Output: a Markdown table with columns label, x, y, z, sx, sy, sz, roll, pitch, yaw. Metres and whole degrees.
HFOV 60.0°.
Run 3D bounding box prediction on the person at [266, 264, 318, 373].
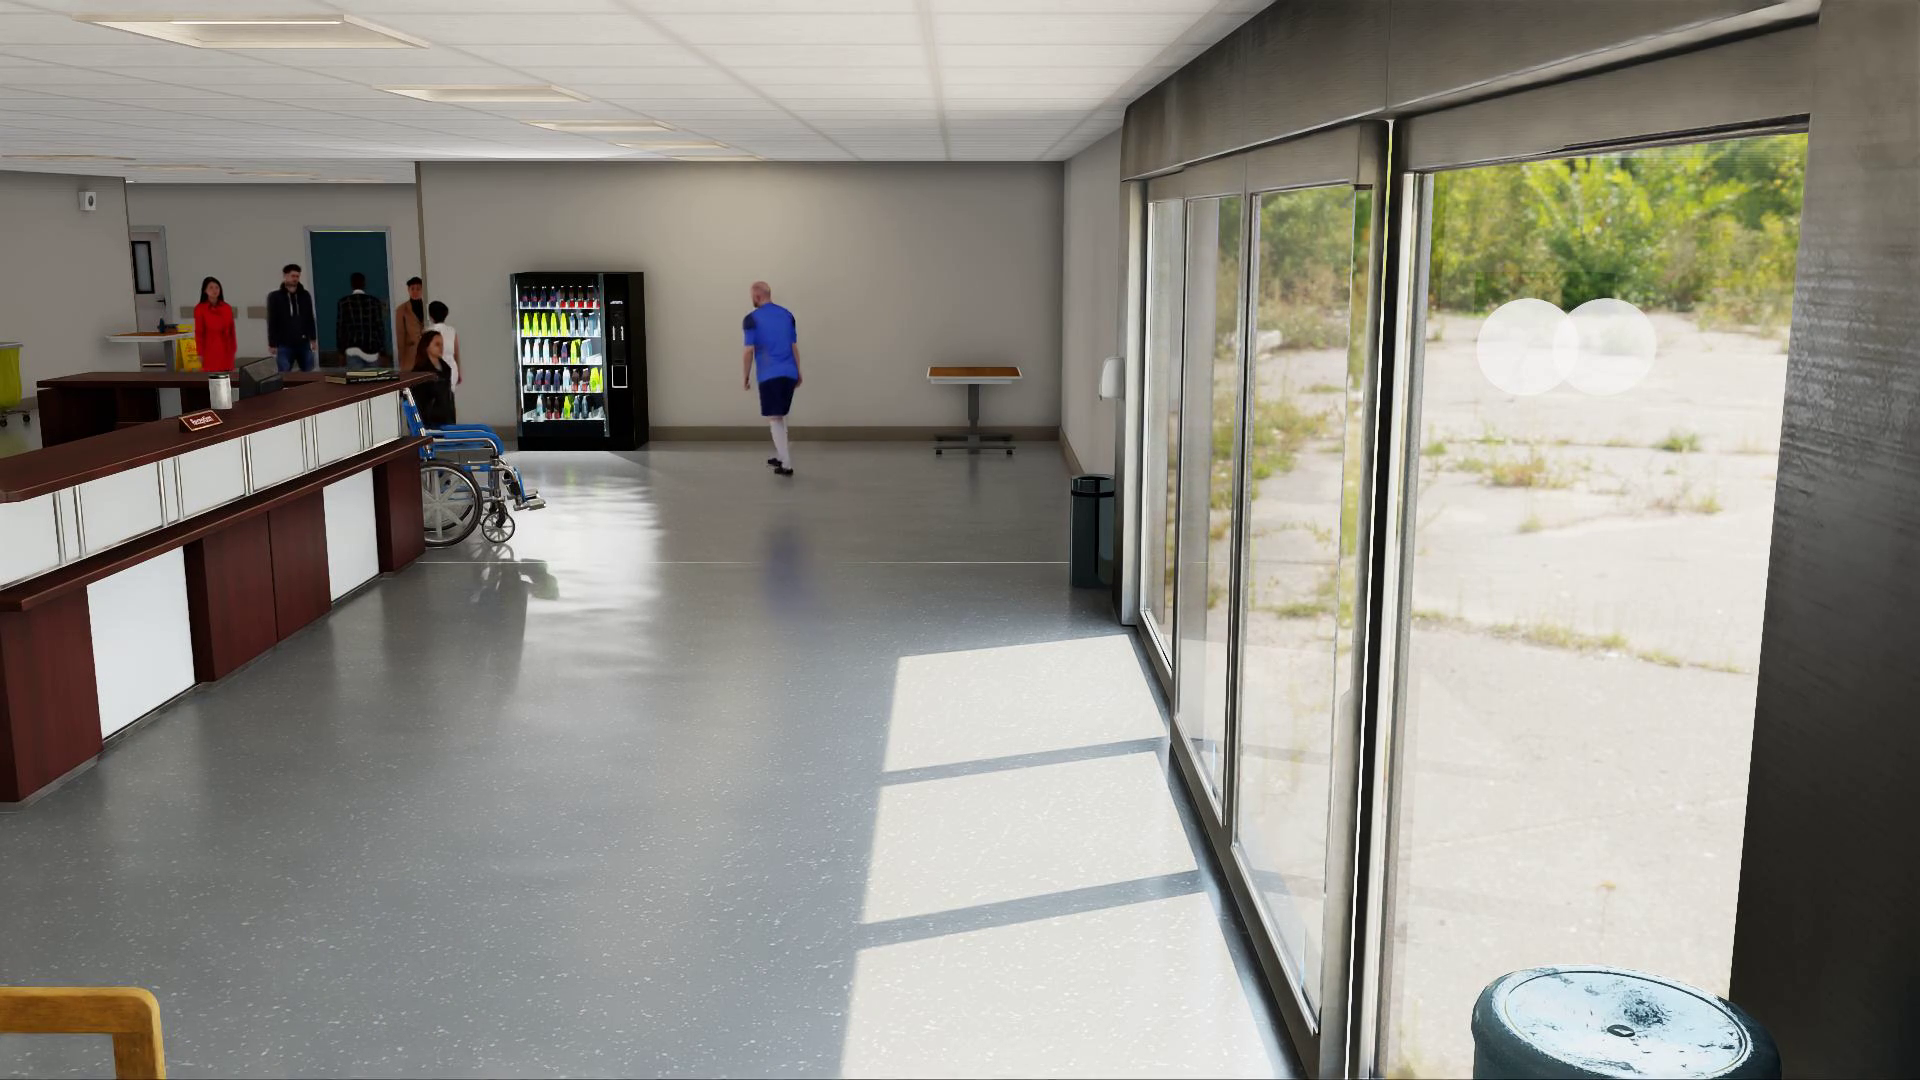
| label | x | y | z | sx | sy | sz | roll | pitch | yaw |
| --- | --- | --- | --- | --- | --- | --- | --- | --- | --- |
| person | -7.900 | -2.312 | 19.649 | 0.818 | 1.869 | 0.890 | -7 | 13 | -34 |

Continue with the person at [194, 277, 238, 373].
| label | x | y | z | sx | sy | sz | roll | pitch | yaw |
| --- | --- | --- | --- | --- | --- | --- | --- | --- | --- |
| person | -8.512 | -2.116 | 18.976 | 1.028 | 1.733 | 0.959 | 10 | 15 | 42 |

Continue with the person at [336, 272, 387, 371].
| label | x | y | z | sx | sy | sz | roll | pitch | yaw |
| --- | --- | --- | --- | --- | --- | --- | --- | --- | --- |
| person | -6.706 | -2.069 | 18.661 | 1.280 | 1.758 | 1.051 | -4 | 11 | -19 |

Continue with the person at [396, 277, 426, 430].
| label | x | y | z | sx | sy | sz | roll | pitch | yaw |
| --- | --- | --- | --- | --- | --- | --- | --- | --- | --- |
| person | -6.249 | -2.169 | 19.162 | 0.751 | 1.727 | 0.824 | -9 | 14 | -39 |

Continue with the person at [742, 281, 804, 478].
| label | x | y | z | sx | sy | sz | roll | pitch | yaw |
| --- | --- | --- | --- | --- | --- | --- | --- | --- | --- |
| person | -1.668 | -1.479 | 15.462 | 0.943 | 1.791 | 0.990 | -7 | 13 | -31 |

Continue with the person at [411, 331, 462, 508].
| label | x | y | z | sx | sy | sz | roll | pitch | yaw |
| --- | --- | --- | --- | --- | --- | --- | --- | --- | --- |
| person | -4.380 | -0.985 | 13.723 | 0.885 | 1.470 | 0.765 | 6 | 12 | 27 |

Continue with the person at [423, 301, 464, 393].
| label | x | y | z | sx | sy | sz | roll | pitch | yaw |
| --- | --- | --- | --- | --- | --- | --- | --- | --- | --- |
| person | -5.338 | -1.701 | 17.300 | 0.761 | 1.544 | 0.703 | 8 | 14 | 38 |
